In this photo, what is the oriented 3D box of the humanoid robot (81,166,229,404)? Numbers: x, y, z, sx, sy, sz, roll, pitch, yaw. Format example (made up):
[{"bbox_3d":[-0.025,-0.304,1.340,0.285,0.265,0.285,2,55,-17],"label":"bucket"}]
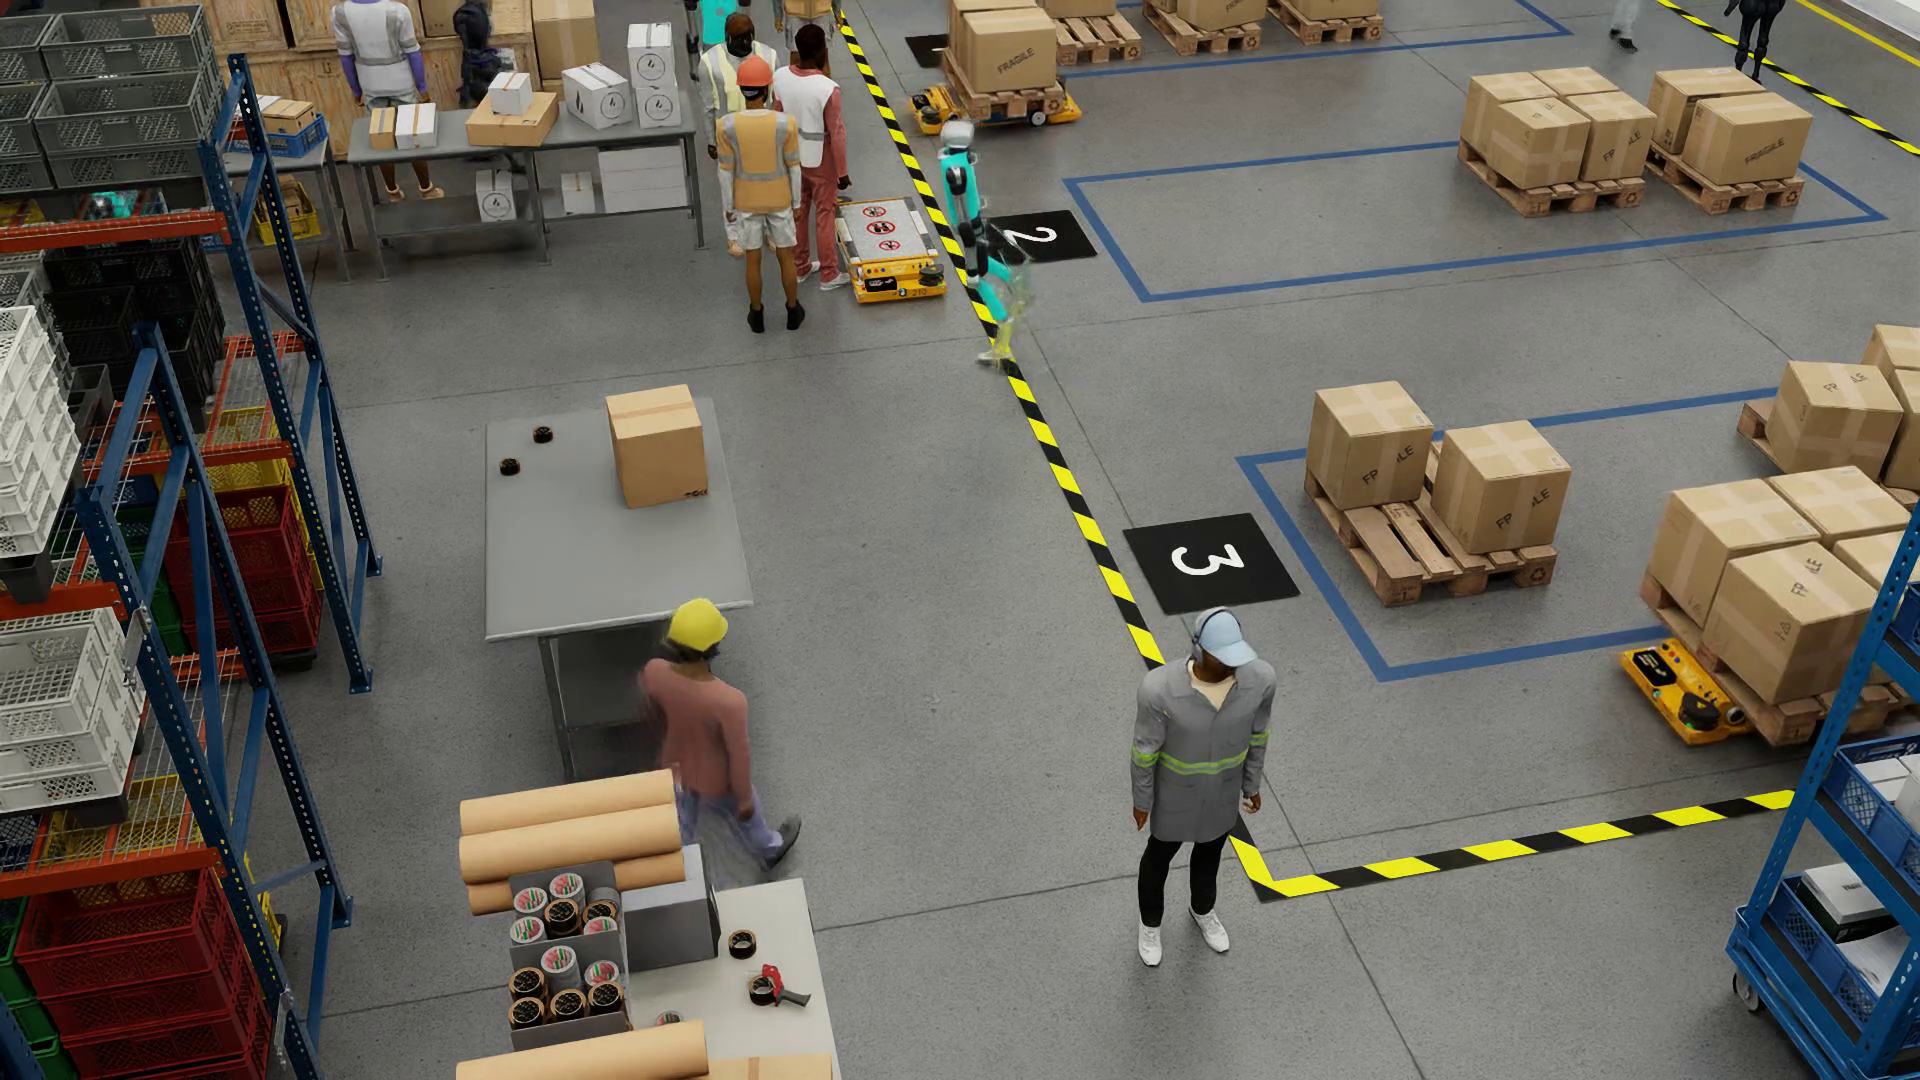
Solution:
[{"bbox_3d":[-4.955,-1.555,10.511,0.722,1.910,0.550,-13,39,-17],"label":"humanoid robot"}]

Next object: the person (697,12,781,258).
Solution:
[{"bbox_3d":[-1.575,-2.977,12.247,0.622,1.837,0.429,-11,38,-14],"label":"person"}]

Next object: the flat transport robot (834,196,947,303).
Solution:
[{"bbox_3d":[-0.570,-2.220,12.538,0.659,0.231,1.431,-8,37,-10],"label":"flat transport robot"}]

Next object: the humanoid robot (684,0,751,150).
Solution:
[{"bbox_3d":[-1.961,-3.865,13.537,0.539,1.799,0.835,-9,38,-13],"label":"humanoid robot"}]

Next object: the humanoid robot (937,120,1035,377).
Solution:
[{"bbox_3d":[0.236,-1.830,10.870,0.766,1.871,0.541,-1,37,-2],"label":"humanoid robot"}]

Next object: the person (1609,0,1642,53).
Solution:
[{"bbox_3d":[6.547,-5.592,15.811,0.407,1.786,0.729,-1,37,-1],"label":"person"}]

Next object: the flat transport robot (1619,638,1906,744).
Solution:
[{"bbox_3d":[4.259,0.669,8.631,1.431,0.197,0.652,-8,37,-10],"label":"flat transport robot"}]

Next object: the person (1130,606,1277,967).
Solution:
[{"bbox_3d":[0.982,1.020,6.856,0.589,1.852,0.368,-8,37,-10],"label":"person"}]

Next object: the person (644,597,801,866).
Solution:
[{"bbox_3d":[-1.059,0.938,7.073,0.543,1.714,0.897,17,40,22],"label":"person"}]

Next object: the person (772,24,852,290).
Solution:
[{"bbox_3d":[-1.051,-2.693,11.792,0.596,1.916,0.371,23,43,28],"label":"person"}]

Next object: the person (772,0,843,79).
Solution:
[{"bbox_3d":[-1.290,-4.513,14.130,0.612,2.047,0.360,-8,37,-11],"label":"person"}]

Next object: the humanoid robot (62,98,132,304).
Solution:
[{"bbox_3d":[-5.884,-2.120,11.199,0.832,1.789,0.538,-2,37,-2],"label":"humanoid robot"}]

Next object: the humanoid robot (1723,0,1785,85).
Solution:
[{"bbox_3d":[7.205,-4.902,14.952,0.599,1.653,0.315,-13,39,-17],"label":"humanoid robot"}]

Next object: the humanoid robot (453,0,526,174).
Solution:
[{"bbox_3d":[-3.906,-3.760,13.454,0.609,1.640,0.610,1,37,2],"label":"humanoid robot"}]

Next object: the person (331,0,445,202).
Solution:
[{"bbox_3d":[-4.394,-3.502,12.773,0.606,2.048,0.367,-2,37,-3],"label":"person"}]

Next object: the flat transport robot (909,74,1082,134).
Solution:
[{"bbox_3d":[0.311,-3.877,14.742,1.431,0.197,0.652,-8,37,-10],"label":"flat transport robot"}]

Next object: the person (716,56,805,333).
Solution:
[{"bbox_3d":[-1.338,-2.315,11.276,0.545,1.928,0.381,-3,37,-3],"label":"person"}]
